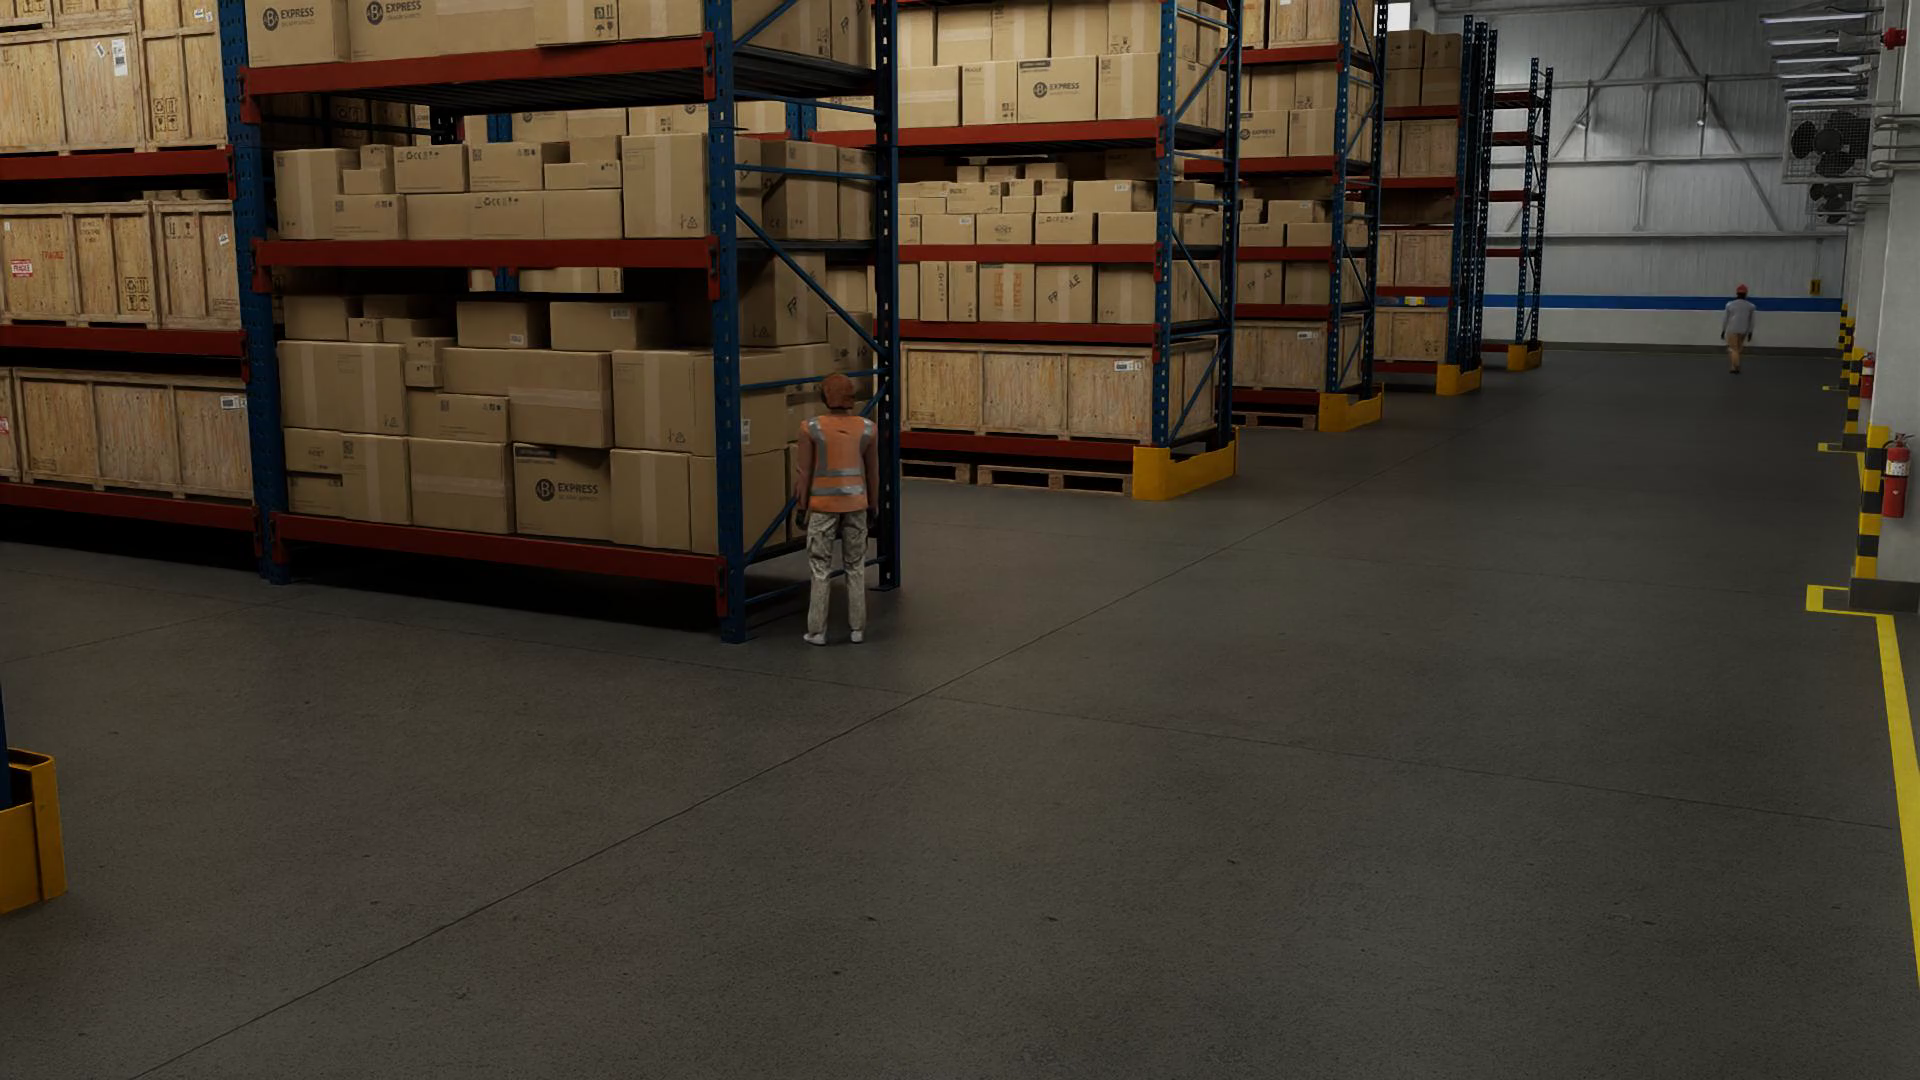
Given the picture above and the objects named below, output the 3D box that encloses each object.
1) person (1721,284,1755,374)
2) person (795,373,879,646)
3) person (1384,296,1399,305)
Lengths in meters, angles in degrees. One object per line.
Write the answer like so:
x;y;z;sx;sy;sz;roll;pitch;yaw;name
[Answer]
14.961;-4.045;31.959;0.577;1.737;0.577;1;10;6;person
-0.723;-0.178;9.894;0.524;1.630;0.324;-4;11;-23;person
9.614;-5.051;37.263;0.675;1.920;0.566;7;12;36;person
